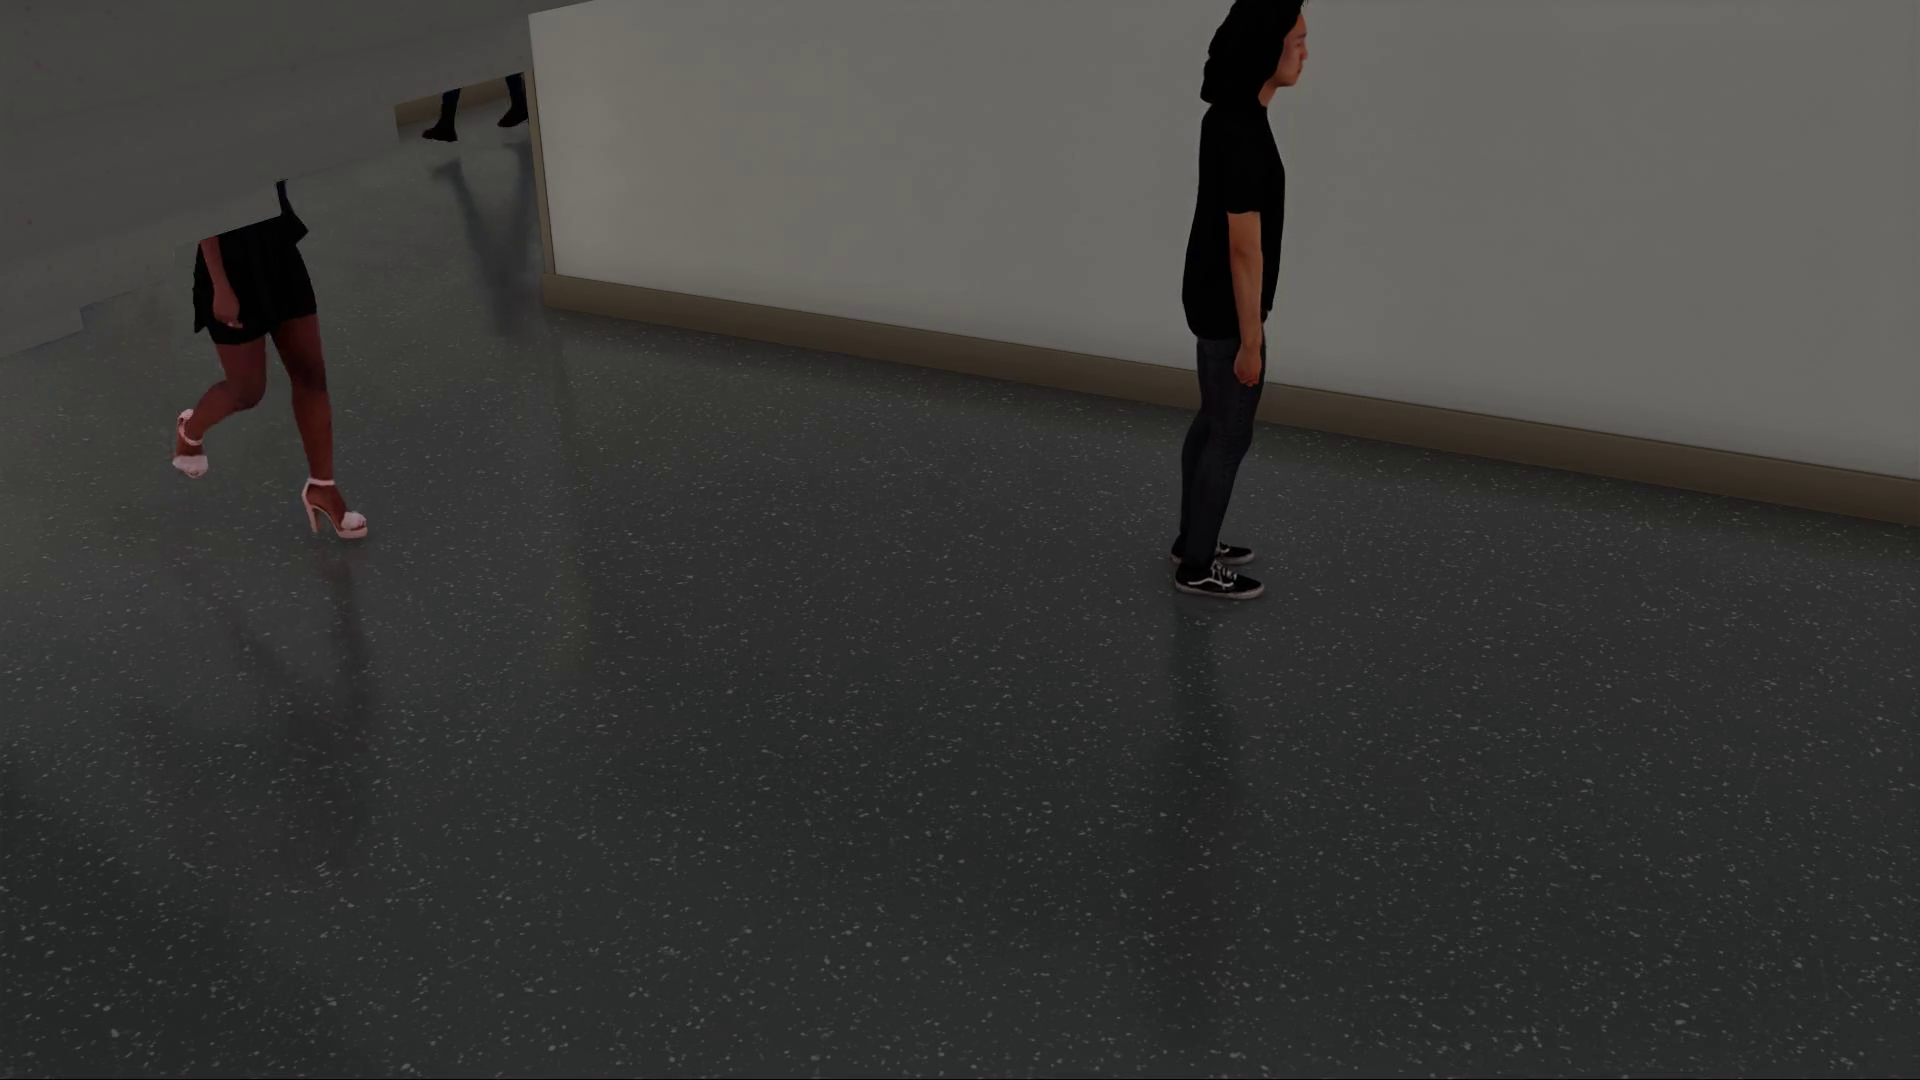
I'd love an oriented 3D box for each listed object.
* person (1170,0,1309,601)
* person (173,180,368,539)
[{"bbox_3d":[0.788,-0.704,4.926,0.683,1.827,0.705,0,26,0],"label":"person"},{"bbox_3d":[-2.292,-0.818,5.241,0.924,1.771,0.558,11,28,22],"label":"person"}]
